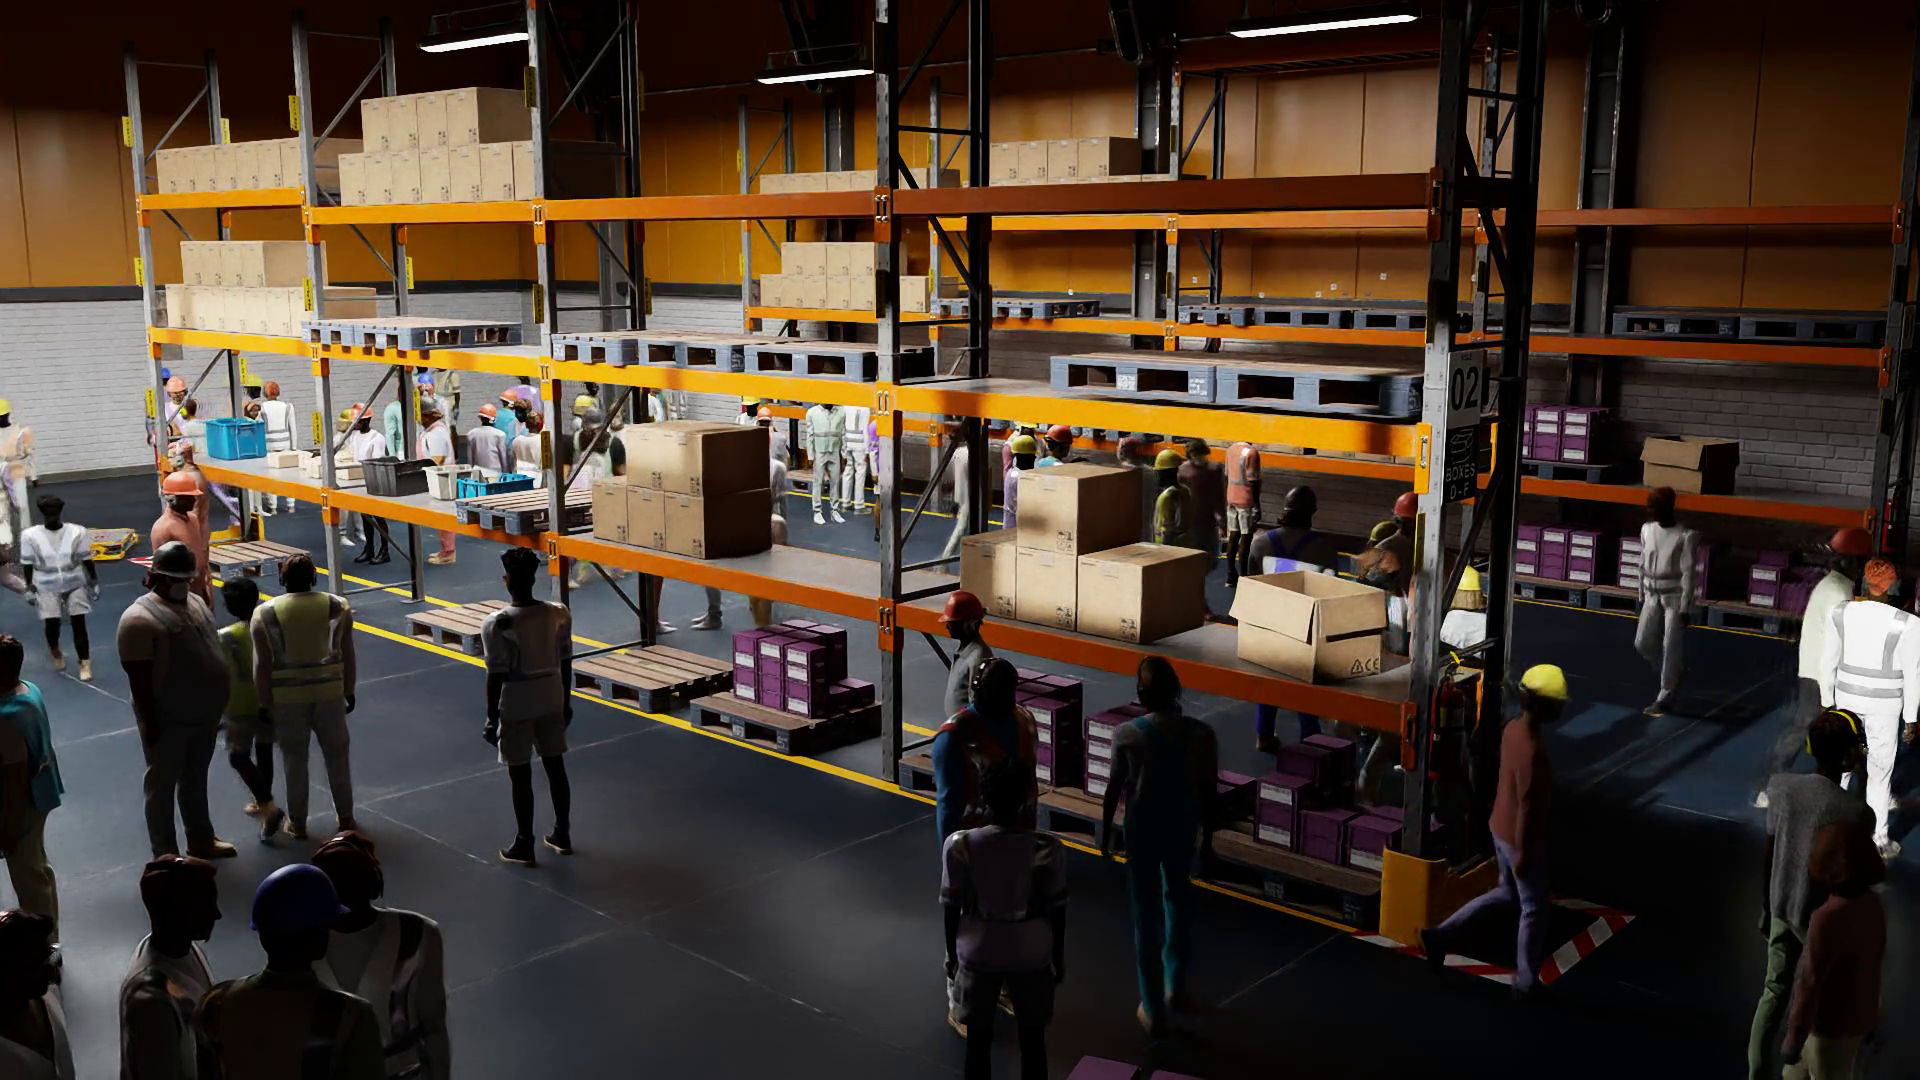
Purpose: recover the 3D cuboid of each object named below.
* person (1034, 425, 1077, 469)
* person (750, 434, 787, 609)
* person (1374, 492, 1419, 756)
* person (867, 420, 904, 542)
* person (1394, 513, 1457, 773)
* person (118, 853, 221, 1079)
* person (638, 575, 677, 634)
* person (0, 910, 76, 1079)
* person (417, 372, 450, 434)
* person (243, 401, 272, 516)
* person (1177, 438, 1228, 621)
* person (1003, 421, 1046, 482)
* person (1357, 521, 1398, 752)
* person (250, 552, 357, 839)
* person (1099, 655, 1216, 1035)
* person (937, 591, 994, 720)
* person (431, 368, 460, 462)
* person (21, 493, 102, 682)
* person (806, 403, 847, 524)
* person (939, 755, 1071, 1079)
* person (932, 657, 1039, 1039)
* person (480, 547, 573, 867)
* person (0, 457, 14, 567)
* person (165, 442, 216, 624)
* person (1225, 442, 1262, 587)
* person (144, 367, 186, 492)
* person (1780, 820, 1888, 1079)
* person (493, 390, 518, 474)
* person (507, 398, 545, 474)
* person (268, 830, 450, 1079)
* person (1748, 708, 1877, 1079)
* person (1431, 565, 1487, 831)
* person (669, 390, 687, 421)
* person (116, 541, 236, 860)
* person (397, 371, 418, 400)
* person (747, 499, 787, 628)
[{"bbox_3d":[0.963,-0.145,16.527,0.406,2.036,0.607,-4,11,-23],"label":"person"},{"bbox_3d":[-2.066,-0.215,17.263,0.544,1.921,0.470,-1,10,-4],"label":"person"},{"bbox_3d":[3.301,0.619,12.358,0.616,1.986,0.407,-6,12,-31],"label":"person"},{"bbox_3d":[-0.916,-0.919,21.226,0.392,1.925,0.550,9,13,40],"label":"person"},{"bbox_3d":[3.369,0.734,11.905,0.391,1.914,0.587,6,11,29],"label":"person"},{"bbox_3d":[-2.496,1.909,5.364,0.359,1.879,0.586,-3,11,-18],"label":"person"},{"bbox_3d":[-3.002,-0.024,16.215,0.409,1.909,0.593,-6,12,-30],"label":"person"},{"bbox_3d":[-2.863,1.990,5.033,0.397,1.834,0.573,-1,10,-5],"label":"person"},{"bbox_3d":[-7.889,-1.552,24.784,0.623,1.929,0.742,1,10,3],"label":"person"},{"bbox_3d":[-9.801,-1.105,23.081,0.314,1.636,0.515,1,10,5],"label":"person"},{"bbox_3d":[2.365,-0.129,16.841,0.695,1.892,0.616,-6,11,-29],"label":"person"},{"bbox_3d":[0.793,-0.630,19.881,0.586,1.824,0.404,-6,12,-31],"label":"person"},{"bbox_3d":[3.150,0.721,12.487,0.320,1.738,0.487,0,10,-1],"label":"person"},{"bbox_3d":[-4.182,0.991,10.649,0.624,1.845,0.430,-5,11,-28],"label":"person"},{"bbox_3d":[0.954,1.452,8.135,0.510,1.809,0.686,-1,10,-8],"label":"person"},{"bbox_3d":[0.043,1.161,9.970,0.353,1.743,0.570,-2,10,-10],"label":"person"},{"bbox_3d":[-9.028,-2.340,29.141,0.607,1.962,0.373,4,11,24],"label":"person"},{"bbox_3d":[-7.793,0.404,14.427,0.586,1.674,0.477,-6,12,-32],"label":"person"},{"bbox_3d":[-1.819,-1.175,22.710,0.590,1.912,0.392,-5,11,-26],"label":"person"},{"bbox_3d":[0.185,1.726,6.904,0.540,1.695,0.317,1,10,4],"label":"person"},{"bbox_3d":[0.160,1.459,8.008,0.634,1.841,0.429,-9,14,-42],"label":"person"},{"bbox_3d":[-2.640,1.012,10.179,0.609,1.964,0.367,-10,14,-44],"label":"person"},{"bbox_3d":[-11.404,-0.469,19.503,0.525,1.631,0.315,2,10,11],"label":"person"},{"bbox_3d":[-7.469,-0.006,16.113,0.402,1.904,0.652,-3,10,-15],"label":"person"},{"bbox_3d":[3.129,-0.422,18.285,0.369,1.967,0.601,-3,11,-18],"label":"person"},{"bbox_3d":[-12.070,-1.660,25.342,0.614,1.945,0.404,-7,12,-36],"label":"person"},{"bbox_3d":[3.418,1.873,6.361,0.496,1.603,0.771,-9,14,-43],"label":"person"},{"bbox_3d":[-6.438,-1.282,23.797,0.576,1.737,0.354,6,12,32],"label":"person"},{"bbox_3d":[-5.579,-0.909,21.412,0.624,1.838,0.430,5,11,28],"label":"person"},{"bbox_3d":[-1.995,1.871,5.570,0.569,1.882,0.338,-1,10,-8],"label":"person"},{"bbox_3d":[3.608,1.622,7.049,0.326,1.861,0.499,-5,11,-28],"label":"person"},{"bbox_3d":[3.237,1.023,10.781,0.486,1.737,0.325,-2,10,-9],"label":"person"},{"bbox_3d":[-4.871,-2.110,28.757,0.311,1.639,0.512,-2,10,-11],"label":"person"},{"bbox_3d":[-4.677,0.998,10.050,0.536,2.000,0.673,2,10,12],"label":"person"},{"bbox_3d":[-8.902,-1.909,26.845,0.366,1.933,0.718,-7,12,-33],"label":"person"},{"bbox_3d":[-1.835,0.315,15.110,0.531,1.623,0.442,4,11,20],"label":"person"}]
